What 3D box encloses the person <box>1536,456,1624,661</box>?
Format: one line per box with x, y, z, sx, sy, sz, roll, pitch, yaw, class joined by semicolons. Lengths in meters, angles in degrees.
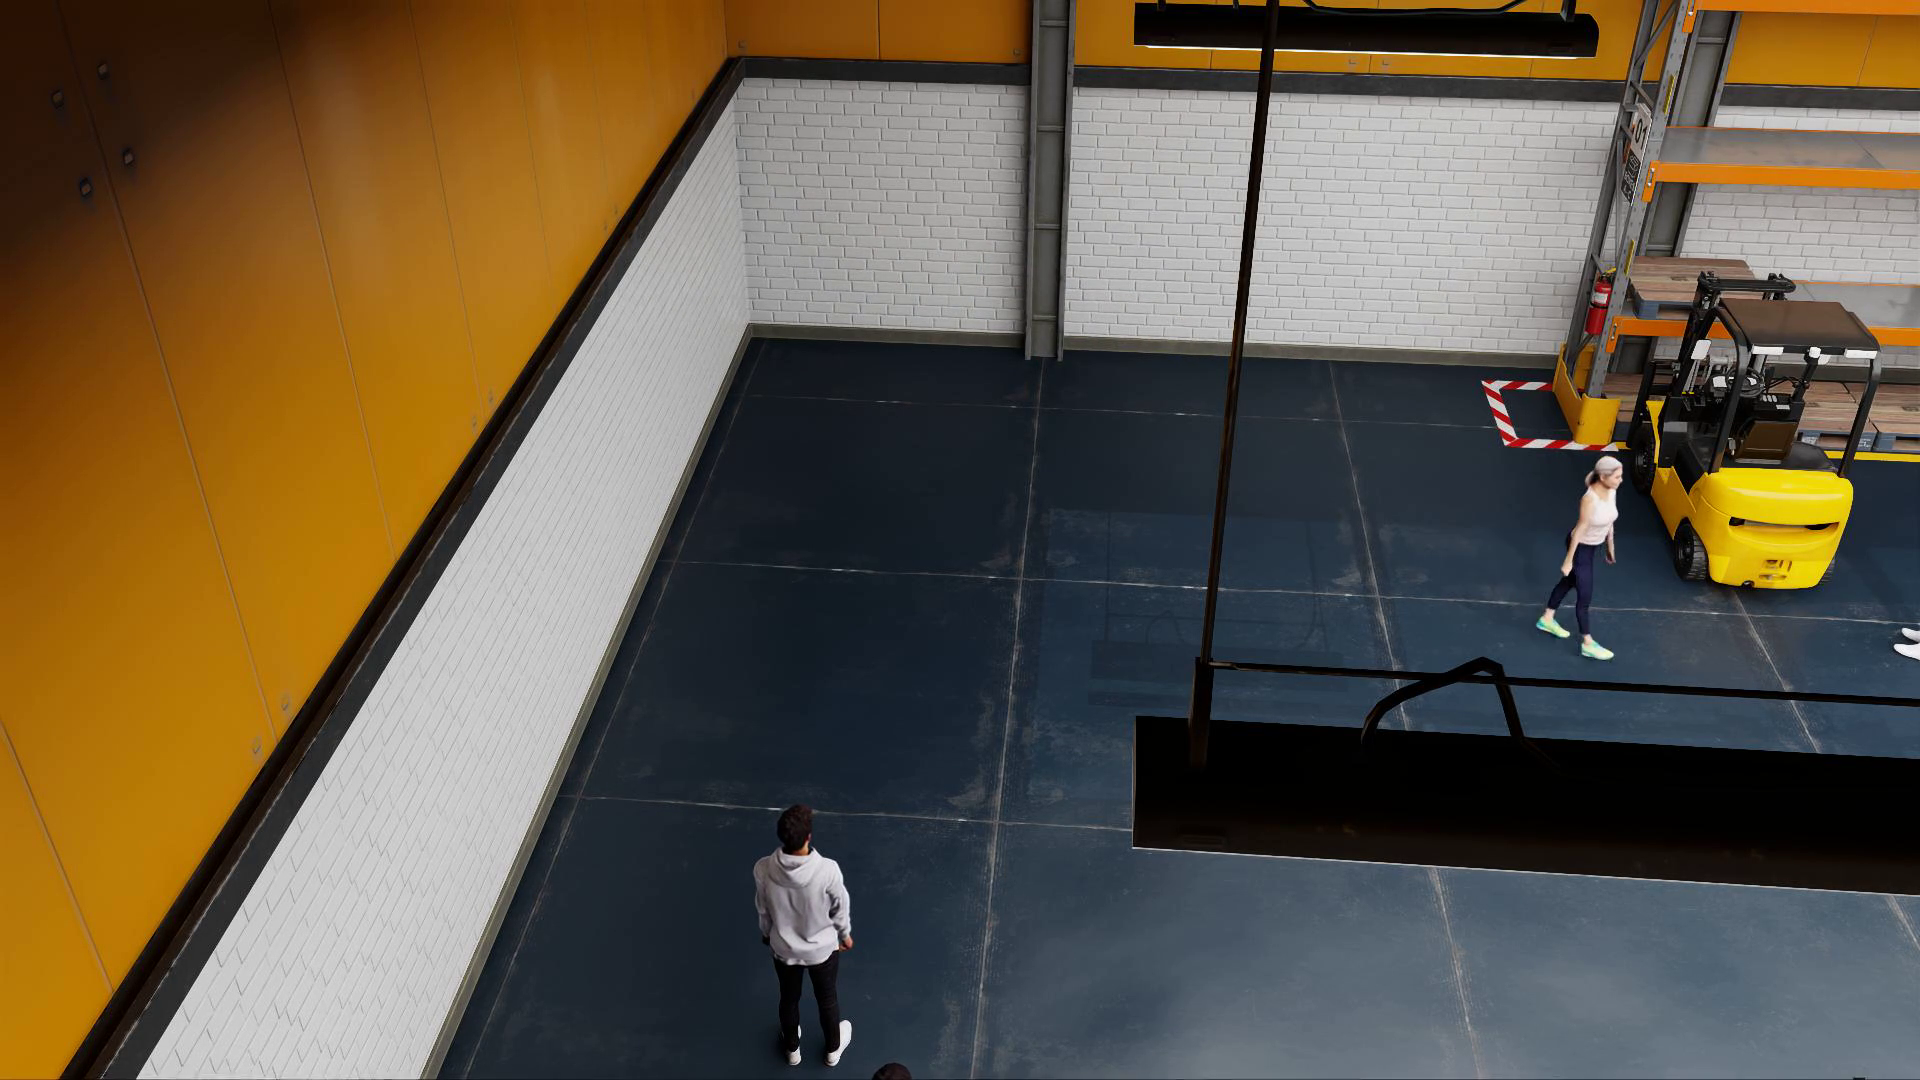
4.820;0.056;13.063;1.039;1.687;0.945;29;43;36;person

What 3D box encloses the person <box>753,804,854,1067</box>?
-0.890;2.282;9.499;0.535;1.925;0.747;1;34;2;person
